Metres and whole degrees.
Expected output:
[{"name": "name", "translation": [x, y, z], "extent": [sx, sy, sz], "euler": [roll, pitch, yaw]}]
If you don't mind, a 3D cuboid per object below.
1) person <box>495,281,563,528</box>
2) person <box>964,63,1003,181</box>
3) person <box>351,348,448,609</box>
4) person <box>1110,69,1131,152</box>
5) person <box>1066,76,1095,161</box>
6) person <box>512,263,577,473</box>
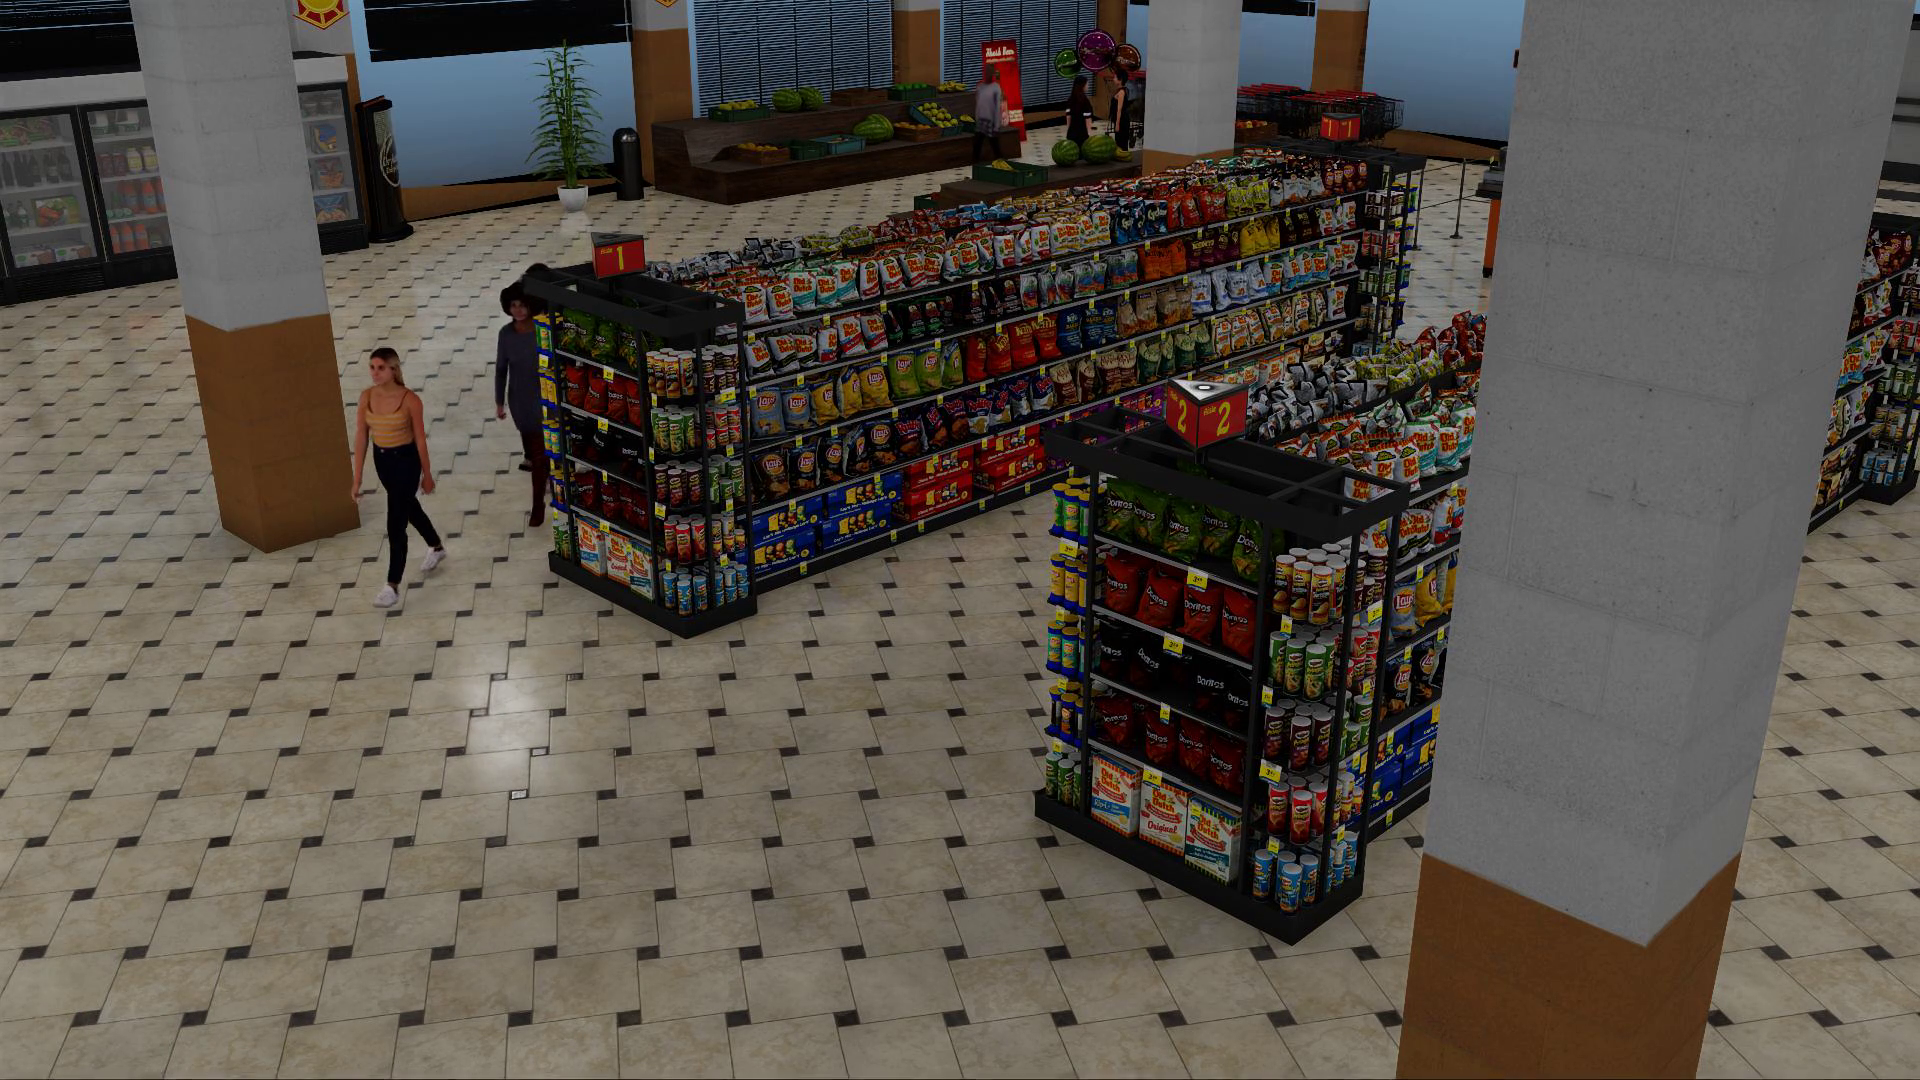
[{"name": "person", "translation": [-3.021, -0.992, 11.821], "extent": [1.057, 1.676, 1.146], "euler": [1, 22, 3]}, {"name": "person", "translation": [0.481, -6.107, 24.481], "extent": [0.812, 1.727, 1.215], "euler": [14, 26, 32]}, {"name": "person", "translation": [-3.536, -0.440, 10.580], "extent": [0.969, 1.578, 1.213], "euler": [5, 23, 13]}, {"name": "person", "translation": [2.446, -6.293, 25.116], "extent": [0.712, 1.600, 0.616], "euler": [5, 22, 13]}, {"name": "person", "translation": [1.706, -5.833, 23.919], "extent": [0.582, 1.639, 0.603], "euler": [-19, 29, -39]}, {"name": "person", "translation": [-3.175, -1.349, 12.828], "extent": [0.986, 1.588, 1.054], "euler": [1, 22, 3]}]
